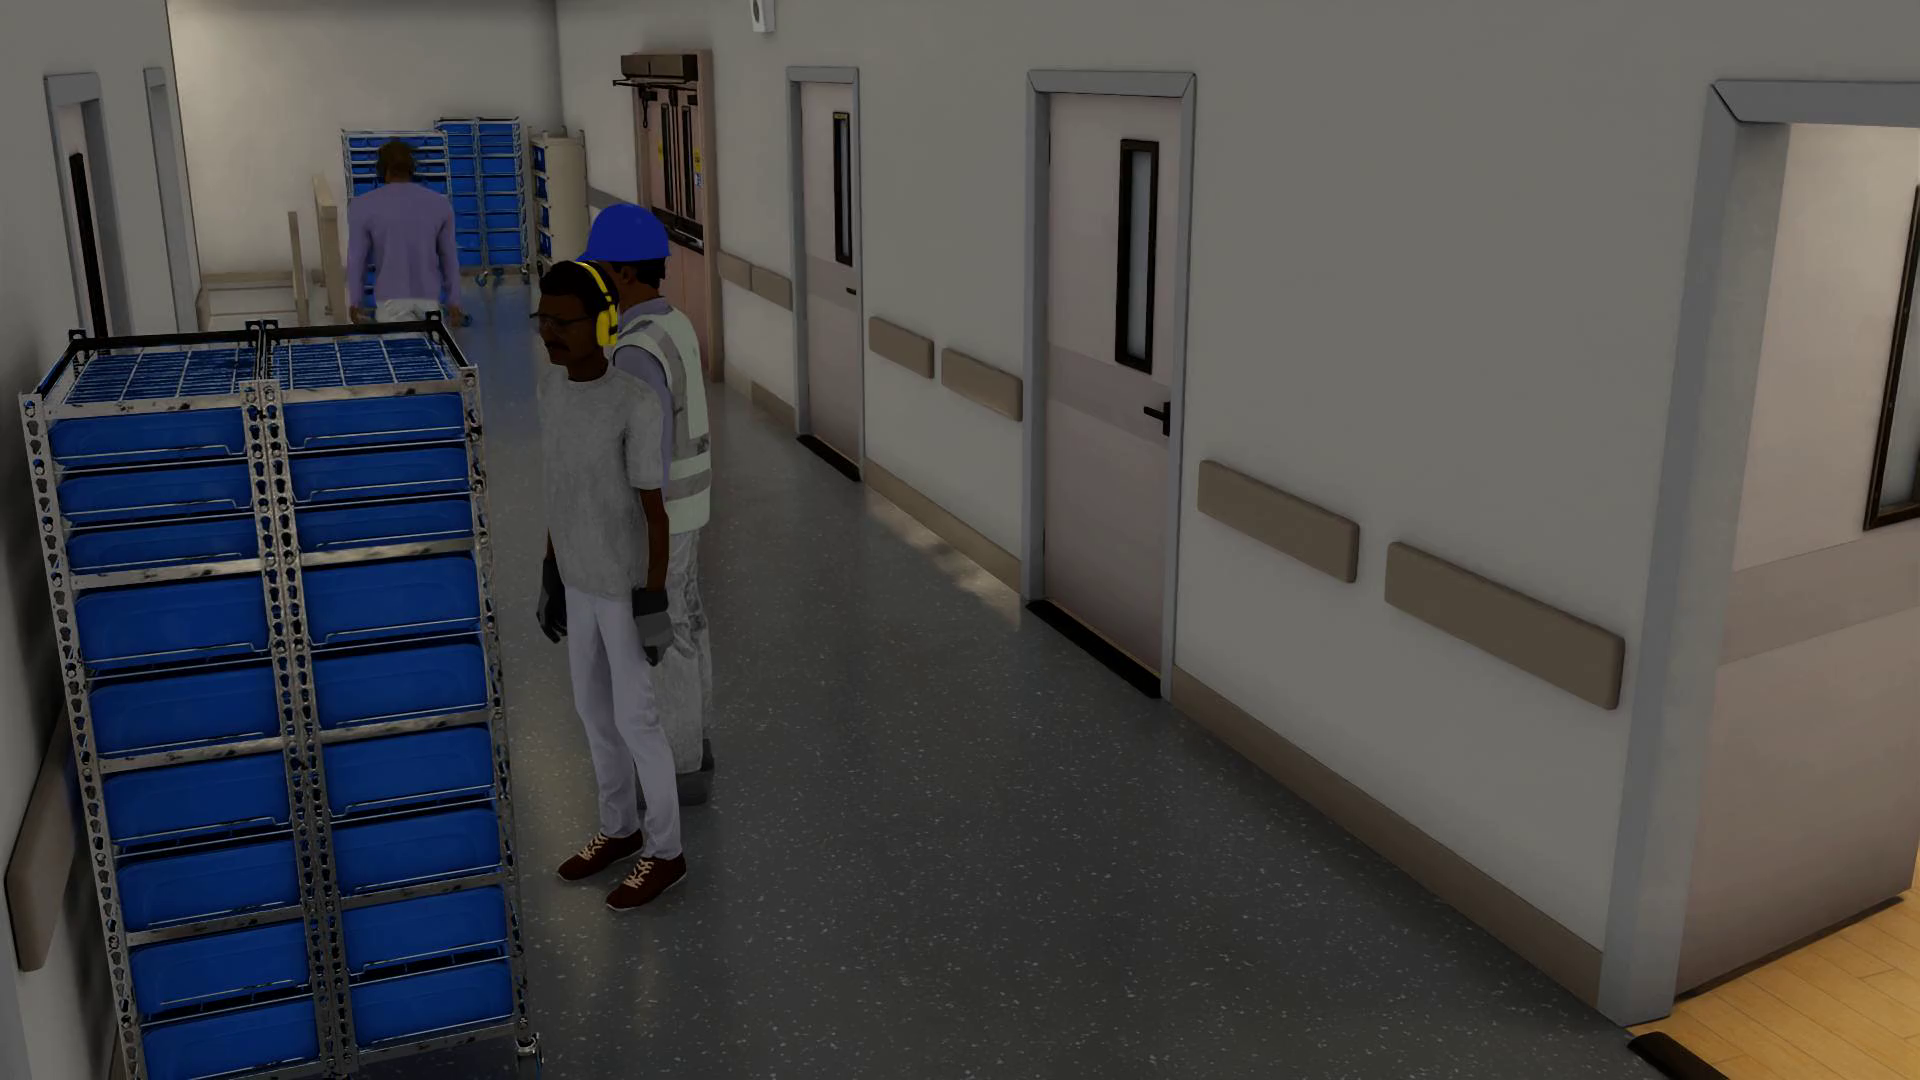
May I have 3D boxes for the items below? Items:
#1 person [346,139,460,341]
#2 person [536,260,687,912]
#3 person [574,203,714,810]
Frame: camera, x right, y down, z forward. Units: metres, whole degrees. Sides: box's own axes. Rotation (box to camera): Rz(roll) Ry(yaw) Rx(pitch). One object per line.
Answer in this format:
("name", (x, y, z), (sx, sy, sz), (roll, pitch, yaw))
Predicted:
("person", (-3.453, -1.486, 10.247), (0.634, 1.909, 0.867), (-12, 20, -37))
("person", (-1.004, 0.137, 4.713), (0.503, 1.864, 0.334), (14, 21, 40))
("person", (-0.991, -0.094, 5.347), (0.402, 1.945, 0.614), (0, 16, 0))
